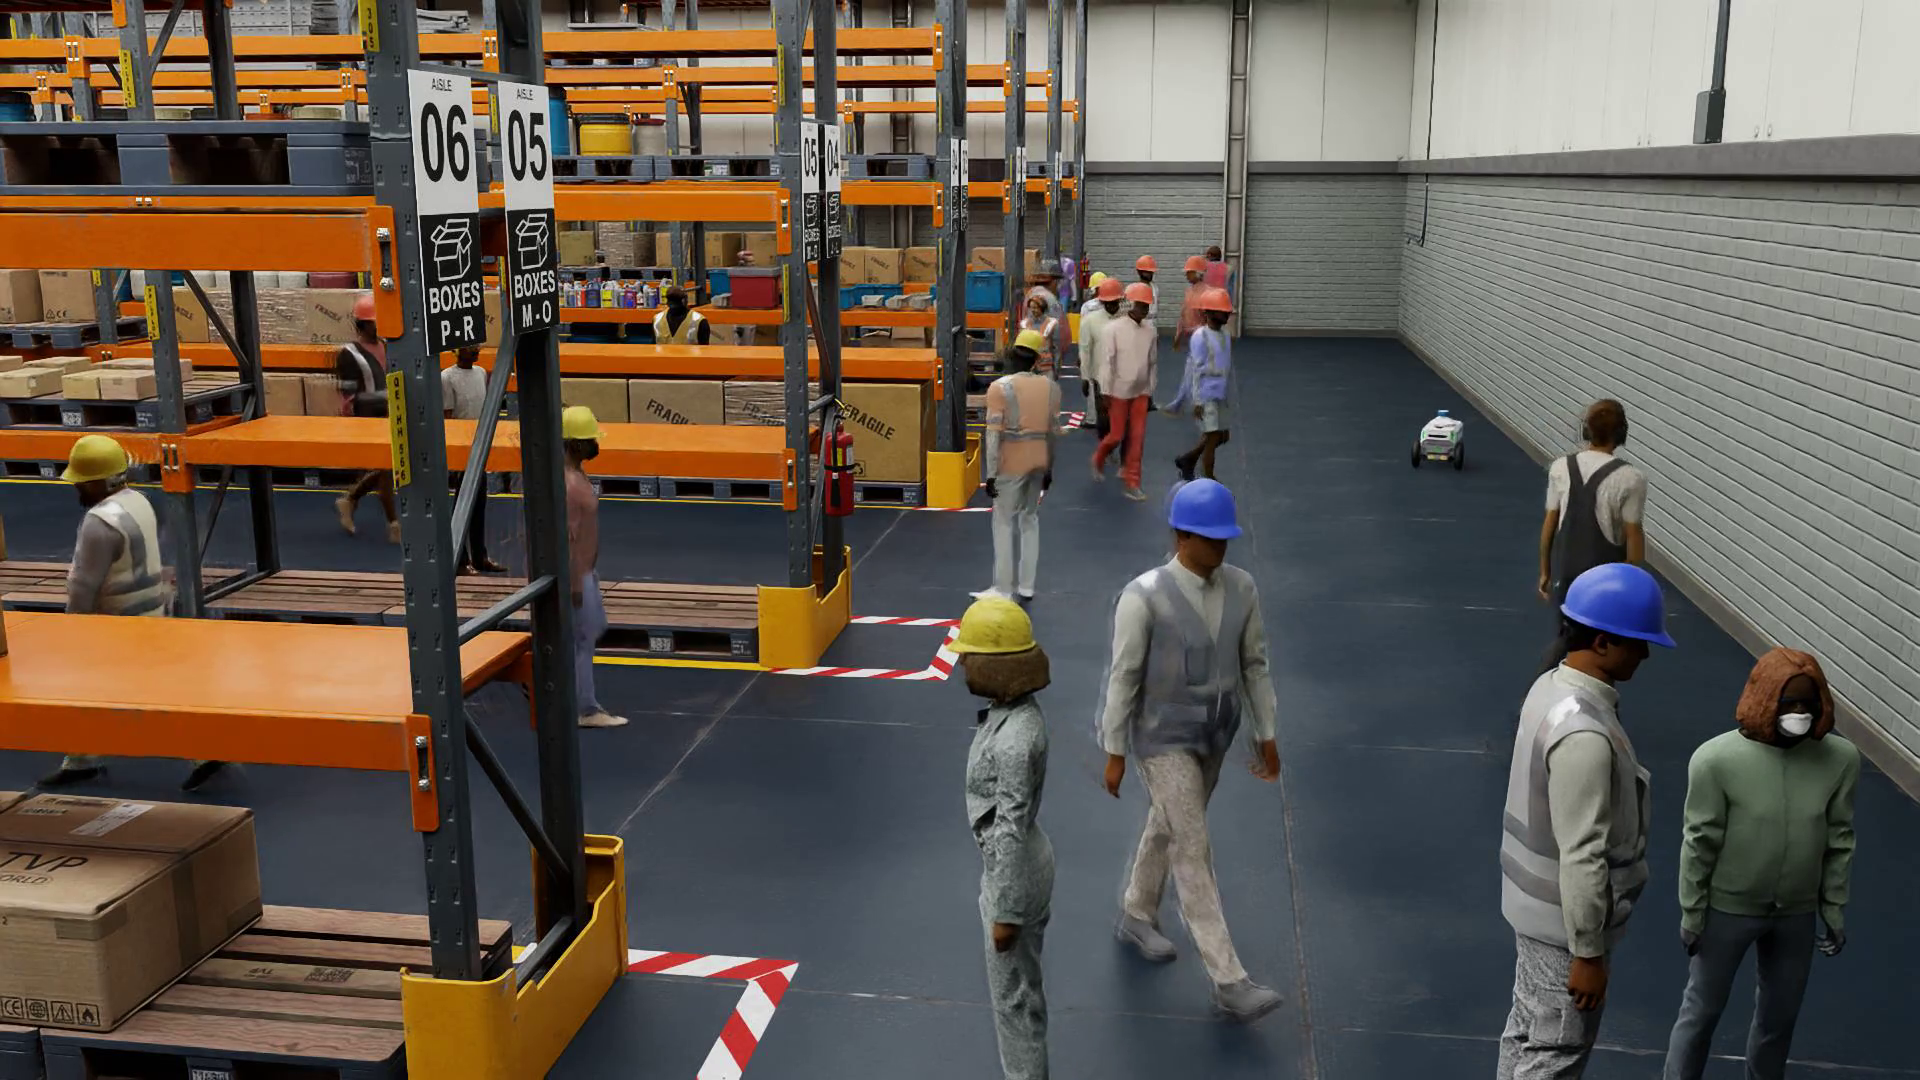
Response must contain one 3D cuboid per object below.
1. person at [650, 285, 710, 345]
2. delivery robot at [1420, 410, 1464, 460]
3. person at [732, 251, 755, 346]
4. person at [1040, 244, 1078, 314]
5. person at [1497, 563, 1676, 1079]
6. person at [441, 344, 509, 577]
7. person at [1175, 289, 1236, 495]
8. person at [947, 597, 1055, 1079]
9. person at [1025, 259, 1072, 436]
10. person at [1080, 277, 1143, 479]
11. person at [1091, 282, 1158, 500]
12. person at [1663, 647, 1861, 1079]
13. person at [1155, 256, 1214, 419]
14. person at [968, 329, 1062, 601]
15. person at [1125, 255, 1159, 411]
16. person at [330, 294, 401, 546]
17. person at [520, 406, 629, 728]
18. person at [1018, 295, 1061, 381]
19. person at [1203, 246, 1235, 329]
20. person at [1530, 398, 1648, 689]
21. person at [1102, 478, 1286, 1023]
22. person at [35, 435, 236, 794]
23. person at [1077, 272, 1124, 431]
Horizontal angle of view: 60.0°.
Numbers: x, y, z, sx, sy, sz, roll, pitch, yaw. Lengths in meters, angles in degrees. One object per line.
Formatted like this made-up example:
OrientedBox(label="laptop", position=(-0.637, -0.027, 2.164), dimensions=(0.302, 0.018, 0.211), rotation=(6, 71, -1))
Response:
OrientedBox(label="person", position=(-2.821, -1.634, 16.704), dimensions=(0.625, 1.843, 0.429), rotation=(2, 13, 10))
OrientedBox(label="delivery robot", position=(4.899, -1.074, 16.891), dimensions=(0.477, 0.478, 0.707), rotation=(6, 14, 23))
OrientedBox(label="person", position=(-2.881, -2.937, 22.440), dimensions=(0.399, 1.908, 0.643), rotation=(2, 13, 7))
OrientedBox(label="person", position=(1.555, -3.950, 27.151), dimensions=(0.688, 1.837, 0.955), rotation=(4, 13, 17))
OrientedBox(label="person", position=(1.675, 1.009, 4.547), dimensions=(0.396, 1.940, 0.601), rotation=(2, 13, 11))
OrientedBox(label="person", position=(-3.572, -0.644, 12.171), dimensions=(0.328, 1.872, 0.514), rotation=(4, 13, 19))
OrientedBox(label="person", position=(2.247, -1.336, 15.187), dimensions=(0.619, 1.917, 0.550), rotation=(12, 17, 42))
OrientedBox(label="person", position=(0.122, 1.016, 4.988), dimensions=(0.321, 1.736, 0.487), rotation=(0, 12, 1))
OrientedBox(label="person", position=(0.854, -2.139, 18.530), dimensions=(0.793, 2.000, 0.706), rotation=(-1, 13, -3))
OrientedBox(label="person", position=(1.520, -1.606, 16.307), dimensions=(0.685, 1.959, 0.681), rotation=(2, 13, 7))
OrientedBox(label="person", position=(1.500, -1.367, 15.199), dimensions=(0.637, 1.976, 0.680), rotation=(-7, 14, -29))
OrientedBox(label="person", position=(2.351, 1.094, 4.894), dimensions=(0.493, 1.625, 0.286), rotation=(-1, 13, -3))
OrientedBox(label="person", position=(2.787, -2.430, 20.063), dimensions=(0.985, 1.941, 0.644), rotation=(-4, 13, -19))
OrientedBox(label="person", position=(0.366, -0.502, 11.518), dimensions=(0.777, 1.872, 0.414), rotation=(-9, 15, -35))
OrientedBox(label="person", position=(2.284, -2.551, 20.622), dimensions=(0.552, 1.935, 0.366), rotation=(-12, 17, -43))
OrientedBox(label="person", position=(-4.711, -0.951, 13.236), dimensions=(0.860, 2.015, 0.609), rotation=(4, 13, 18))
OrientedBox(label="person", position=(-2.067, 0.156, 8.807), dimensions=(0.485, 1.752, 0.543), rotation=(-2, 13, -8))
OrientedBox(label="person", position=(0.867, -1.875, 18.269), dimensions=(0.525, 1.631, 0.317), rotation=(6, 14, 26))
OrientedBox(label="person", position=(3.892, -3.591, 25.546), dimensions=(0.624, 1.840, 0.429), rotation=(-2, 13, -9))
OrientedBox(label="person", position=(3.212, 0.189, 8.493), dimensions=(0.496, 1.830, 0.526), rotation=(-11, 16, -40))
OrientedBox(label="person", position=(0.872, 0.718, 5.950), dimensions=(0.638, 1.891, 0.983), rotation=(-8, 15, -33))
OrientedBox(label="person", position=(-3.972, 0.363, 7.875), dimensions=(0.918, 1.763, 0.570), rotation=(-3, 13, -14))
OrientedBox(label="person", position=(1.599, -2.164, 19.155), dimensions=(0.596, 1.821, 0.403), rotation=(-8, 15, -33))
